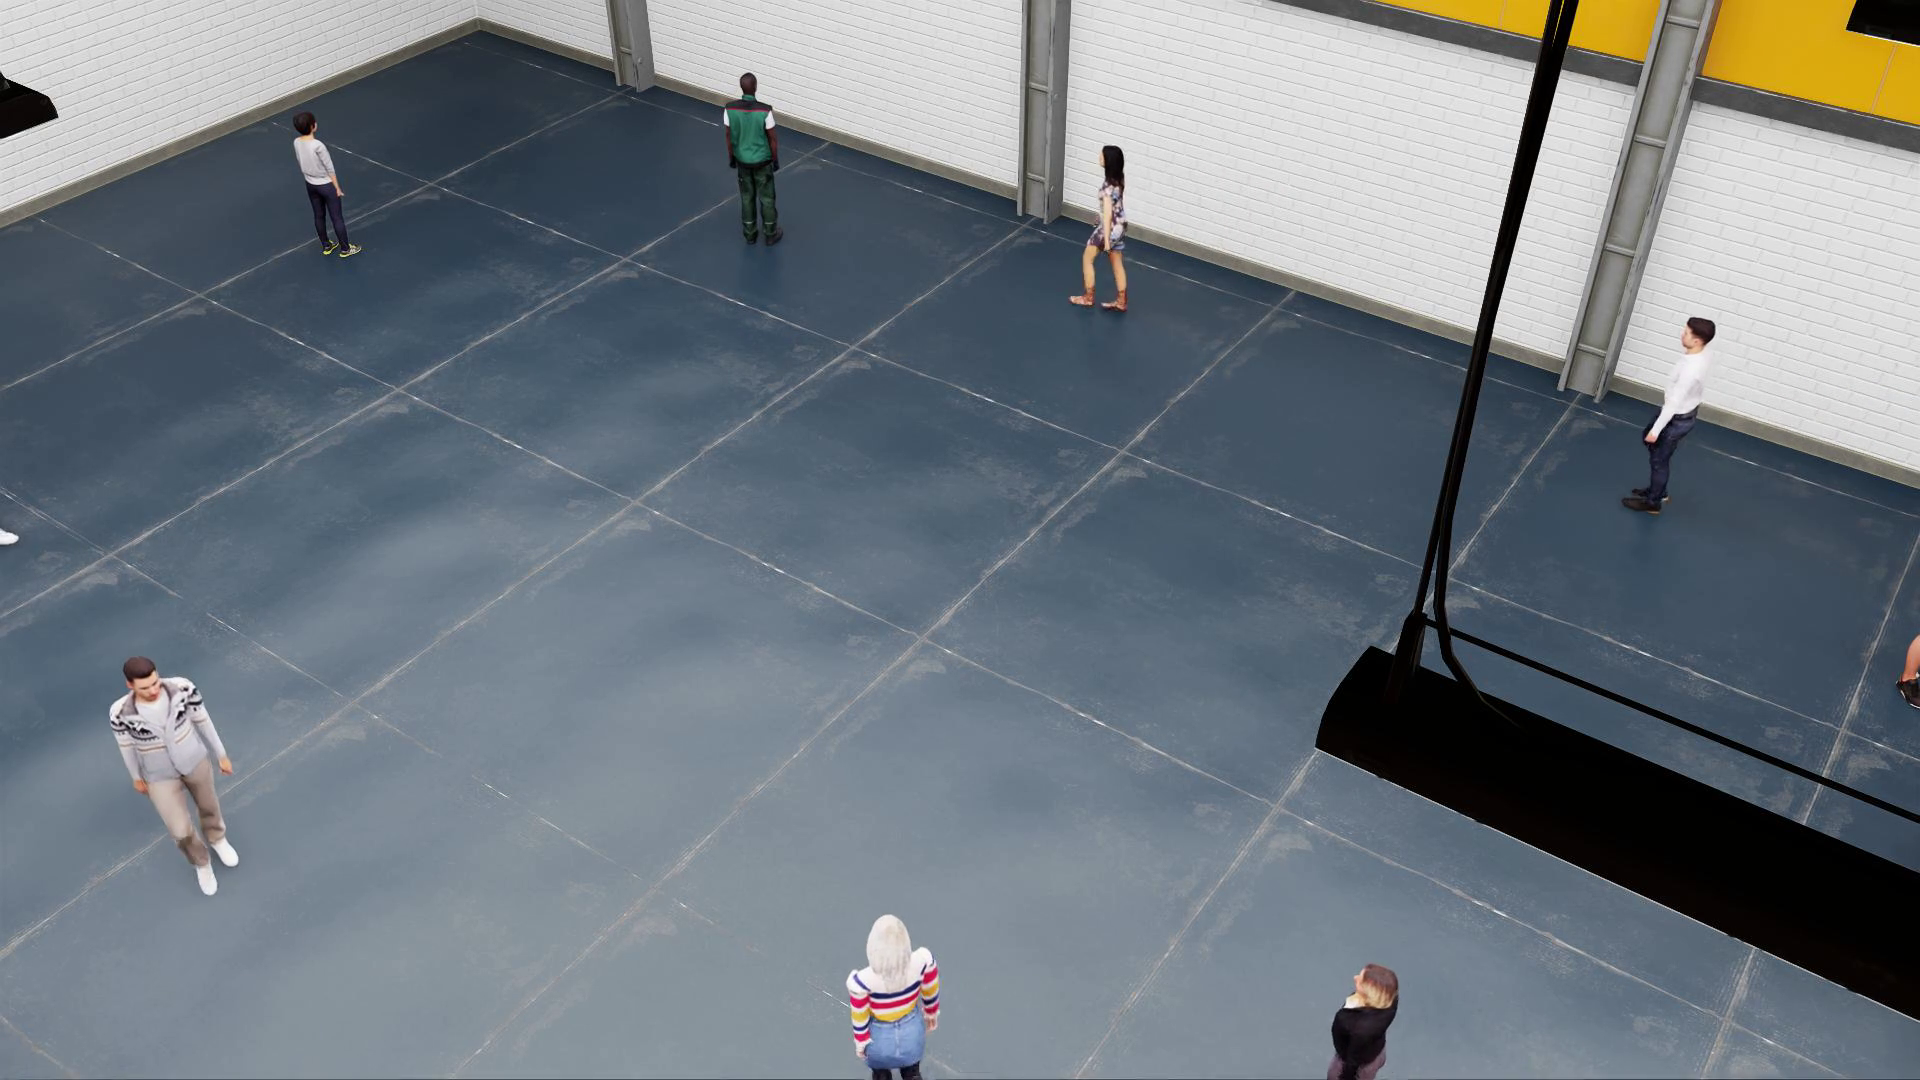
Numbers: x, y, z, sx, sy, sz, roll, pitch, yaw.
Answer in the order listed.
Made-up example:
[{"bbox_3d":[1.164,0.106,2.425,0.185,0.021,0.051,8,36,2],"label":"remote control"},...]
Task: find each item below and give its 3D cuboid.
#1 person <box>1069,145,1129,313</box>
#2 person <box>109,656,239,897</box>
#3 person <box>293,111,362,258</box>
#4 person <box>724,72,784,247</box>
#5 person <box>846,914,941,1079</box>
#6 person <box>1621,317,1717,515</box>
[{"bbox_3d":[1.516,-2.954,15.987,0.829,1.714,0.663,19,42,22],"label":"person"},{"bbox_3d":[-4.969,1.363,10.475,0.797,1.846,0.812,-27,46,-30],"label":"person"},{"bbox_3d":[-6.524,-3.628,16.960,0.491,1.553,0.650,14,41,17],"label":"person"},{"bbox_3d":[-2.117,-3.907,17.080,0.690,1.838,0.831,6,39,7],"label":"person"},{"bbox_3d":[-0.325,2.699,8.848,0.994,1.789,1.130,-14,41,-16],"label":"person"},{"bbox_3d":[5.833,-0.954,13.362,0.601,1.863,0.644,25,45,28],"label":"person"}]
